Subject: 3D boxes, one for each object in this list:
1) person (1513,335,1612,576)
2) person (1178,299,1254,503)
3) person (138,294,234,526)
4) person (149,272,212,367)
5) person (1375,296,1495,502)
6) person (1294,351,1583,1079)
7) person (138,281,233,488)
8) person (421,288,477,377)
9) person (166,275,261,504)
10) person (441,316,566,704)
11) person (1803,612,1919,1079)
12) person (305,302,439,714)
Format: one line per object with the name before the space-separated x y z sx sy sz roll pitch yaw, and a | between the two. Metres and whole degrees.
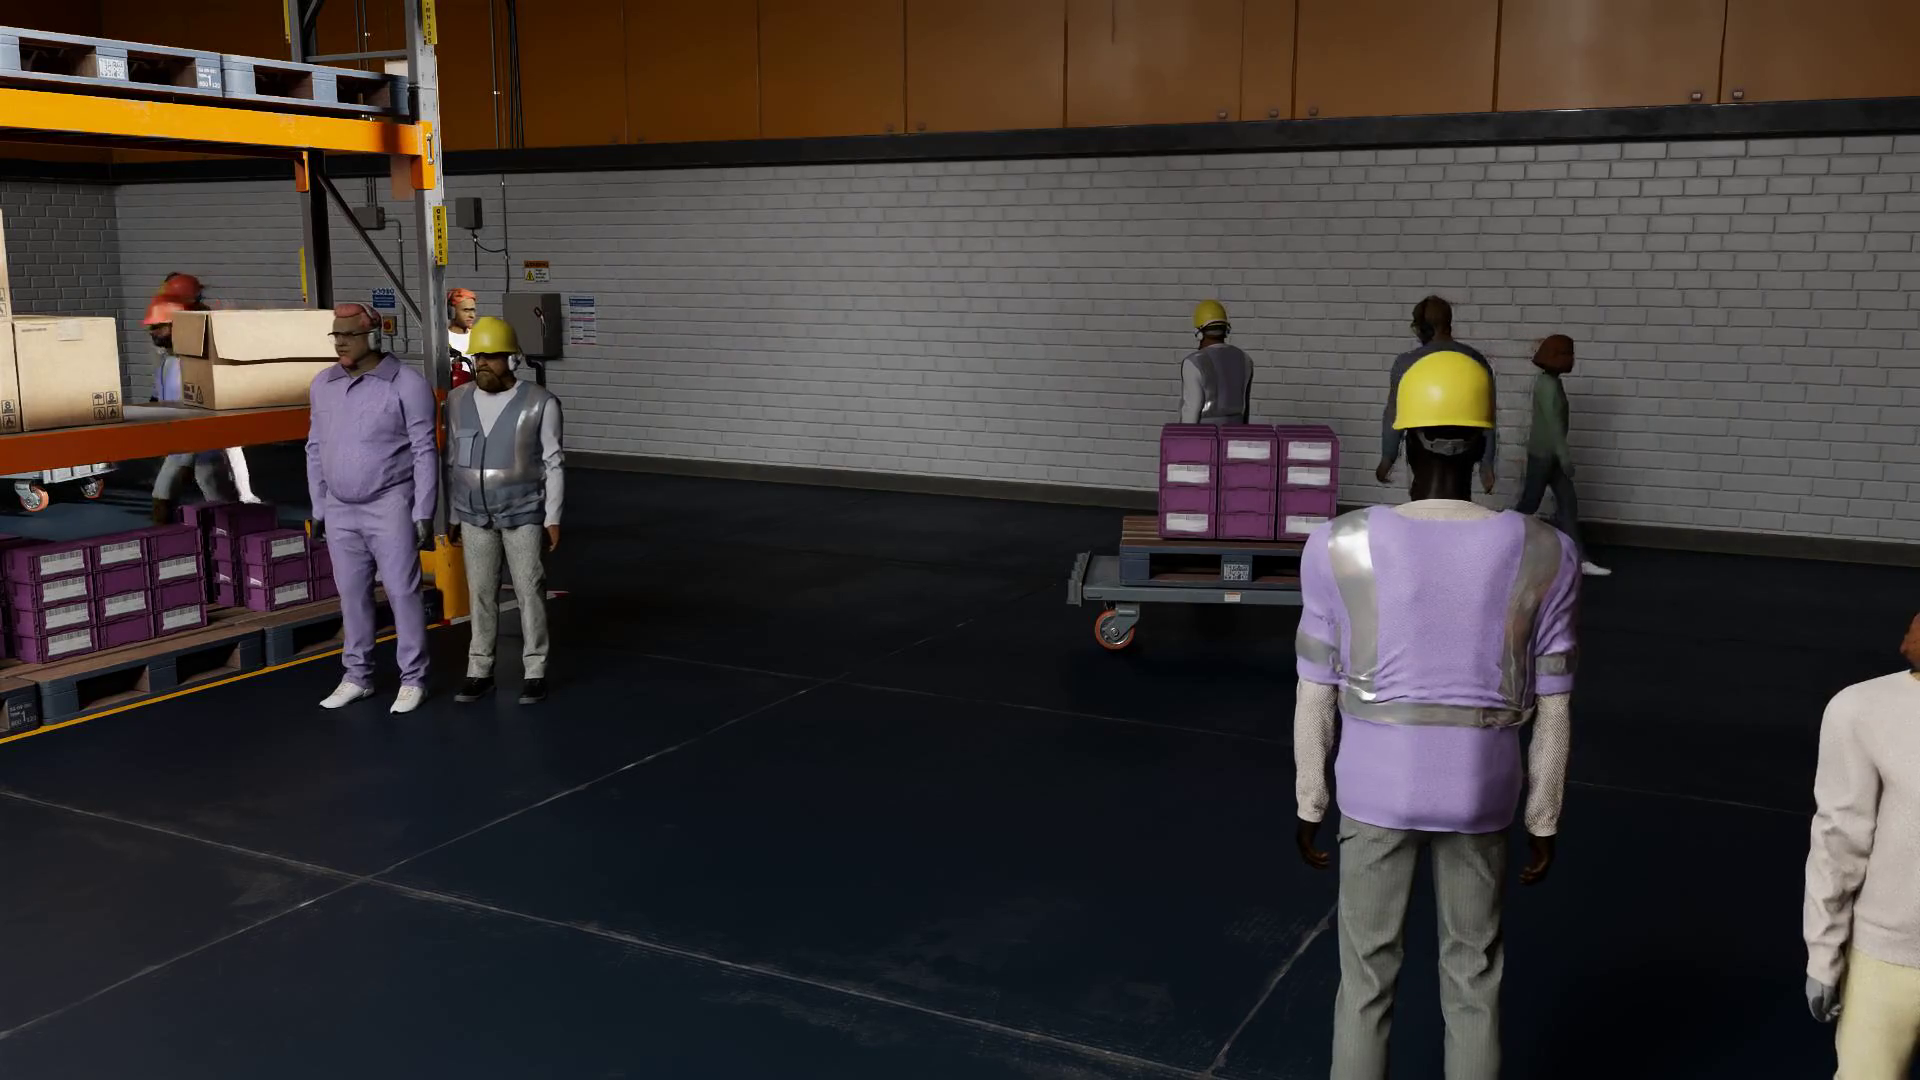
person | 3.880 -0.553 10.952 0.792 1.598 0.505 5 11 26
person | 1.614 -0.628 10.722 0.596 1.827 0.403 -8 12 -38
person | -4.716 -0.552 10.147 0.560 1.881 1.037 8 13 40
person | -7.760 -1.704 16.637 0.630 1.938 0.369 -9 13 -41
person | 2.761 -0.439 9.501 0.627 1.900 0.955 -4 11 -24
person | 1.024 0.550 3.661 0.588 1.919 0.402 1 10 8
person | -6.946 -1.375 14.910 0.974 1.886 0.604 0 10 0
person | -3.570 -0.859 11.924 0.347 1.879 0.580 8 12 38
person | -6.101 -1.172 13.541 0.367 1.956 0.759 5 11 26
person | -2.158 -0.132 7.840 0.591 1.834 0.404 1 10 9
person | 1.827 0.796 3.082 0.491 1.626 0.282 3 10 19
person | -2.730 -0.140 7.681 0.652 1.904 0.402 2 10 14
